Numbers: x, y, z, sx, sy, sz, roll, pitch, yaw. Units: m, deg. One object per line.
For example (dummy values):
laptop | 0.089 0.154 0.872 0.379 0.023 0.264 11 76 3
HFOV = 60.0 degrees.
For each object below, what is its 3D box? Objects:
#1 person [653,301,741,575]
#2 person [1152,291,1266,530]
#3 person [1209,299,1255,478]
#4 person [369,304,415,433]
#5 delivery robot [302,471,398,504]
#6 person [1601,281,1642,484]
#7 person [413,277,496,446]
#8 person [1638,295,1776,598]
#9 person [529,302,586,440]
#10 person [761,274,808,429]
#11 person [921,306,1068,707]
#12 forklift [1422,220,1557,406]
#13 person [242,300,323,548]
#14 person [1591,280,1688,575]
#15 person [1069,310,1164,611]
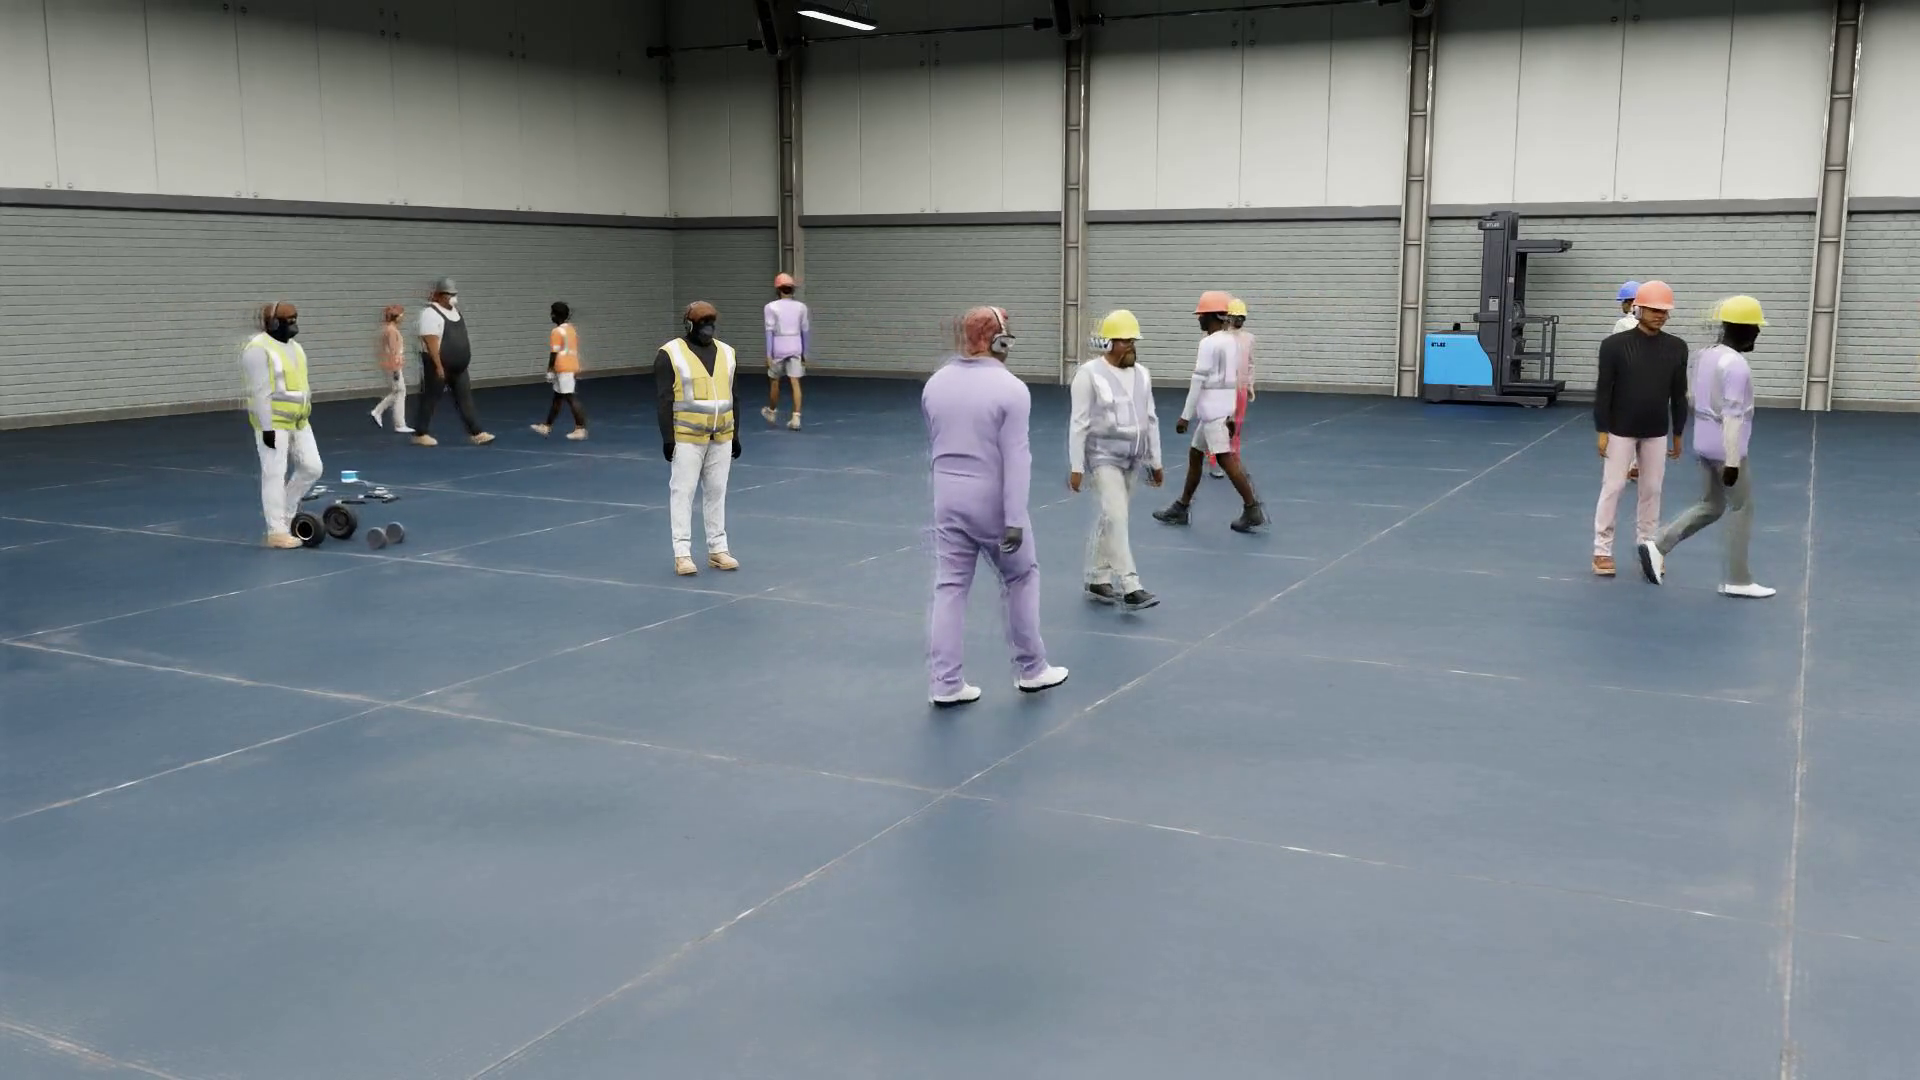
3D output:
person | -1.761 -0.702 11.359 0.627 1.844 0.429 -7 12 -38
person | 2.035 -1.032 13.252 0.985 1.896 0.544 4 10 25
person | 2.718 -1.506 16.552 0.527 1.767 0.331 -4 10 -25
person | -7.187 -2.158 20.990 0.446 1.622 0.525 -4 10 -23
delivery robot | -4.601 -0.407 12.526 0.698 0.223 0.335 2 9 12
person | 6.486 -1.525 16.113 0.620 1.943 0.405 -7 11 -36
person | -6.025 -2.100 19.497 1.028 2.000 0.698 3 10 20
person | 4.767 -0.590 10.488 0.738 1.903 0.600 0 9 2
person | -4.915 -2.046 20.171 0.819 1.655 0.553 1 9 7
person | -2.313 -2.473 21.793 0.636 1.993 1.043 -5 10 -26
person | 0.172 -0.167 7.970 0.648 1.878 0.846 7 12 37
forklift | 8.245 -3.527 25.720 1.873 2.768 1.129 5 10 27
person | -5.037 -0.855 12.358 0.441 1.831 0.641 2 9 13
person | 4.580 -0.743 11.188 0.618 1.984 0.422 0 9 0
person | 1.033 -0.472 10.040 0.621 1.801 0.821 -8 12 -39
